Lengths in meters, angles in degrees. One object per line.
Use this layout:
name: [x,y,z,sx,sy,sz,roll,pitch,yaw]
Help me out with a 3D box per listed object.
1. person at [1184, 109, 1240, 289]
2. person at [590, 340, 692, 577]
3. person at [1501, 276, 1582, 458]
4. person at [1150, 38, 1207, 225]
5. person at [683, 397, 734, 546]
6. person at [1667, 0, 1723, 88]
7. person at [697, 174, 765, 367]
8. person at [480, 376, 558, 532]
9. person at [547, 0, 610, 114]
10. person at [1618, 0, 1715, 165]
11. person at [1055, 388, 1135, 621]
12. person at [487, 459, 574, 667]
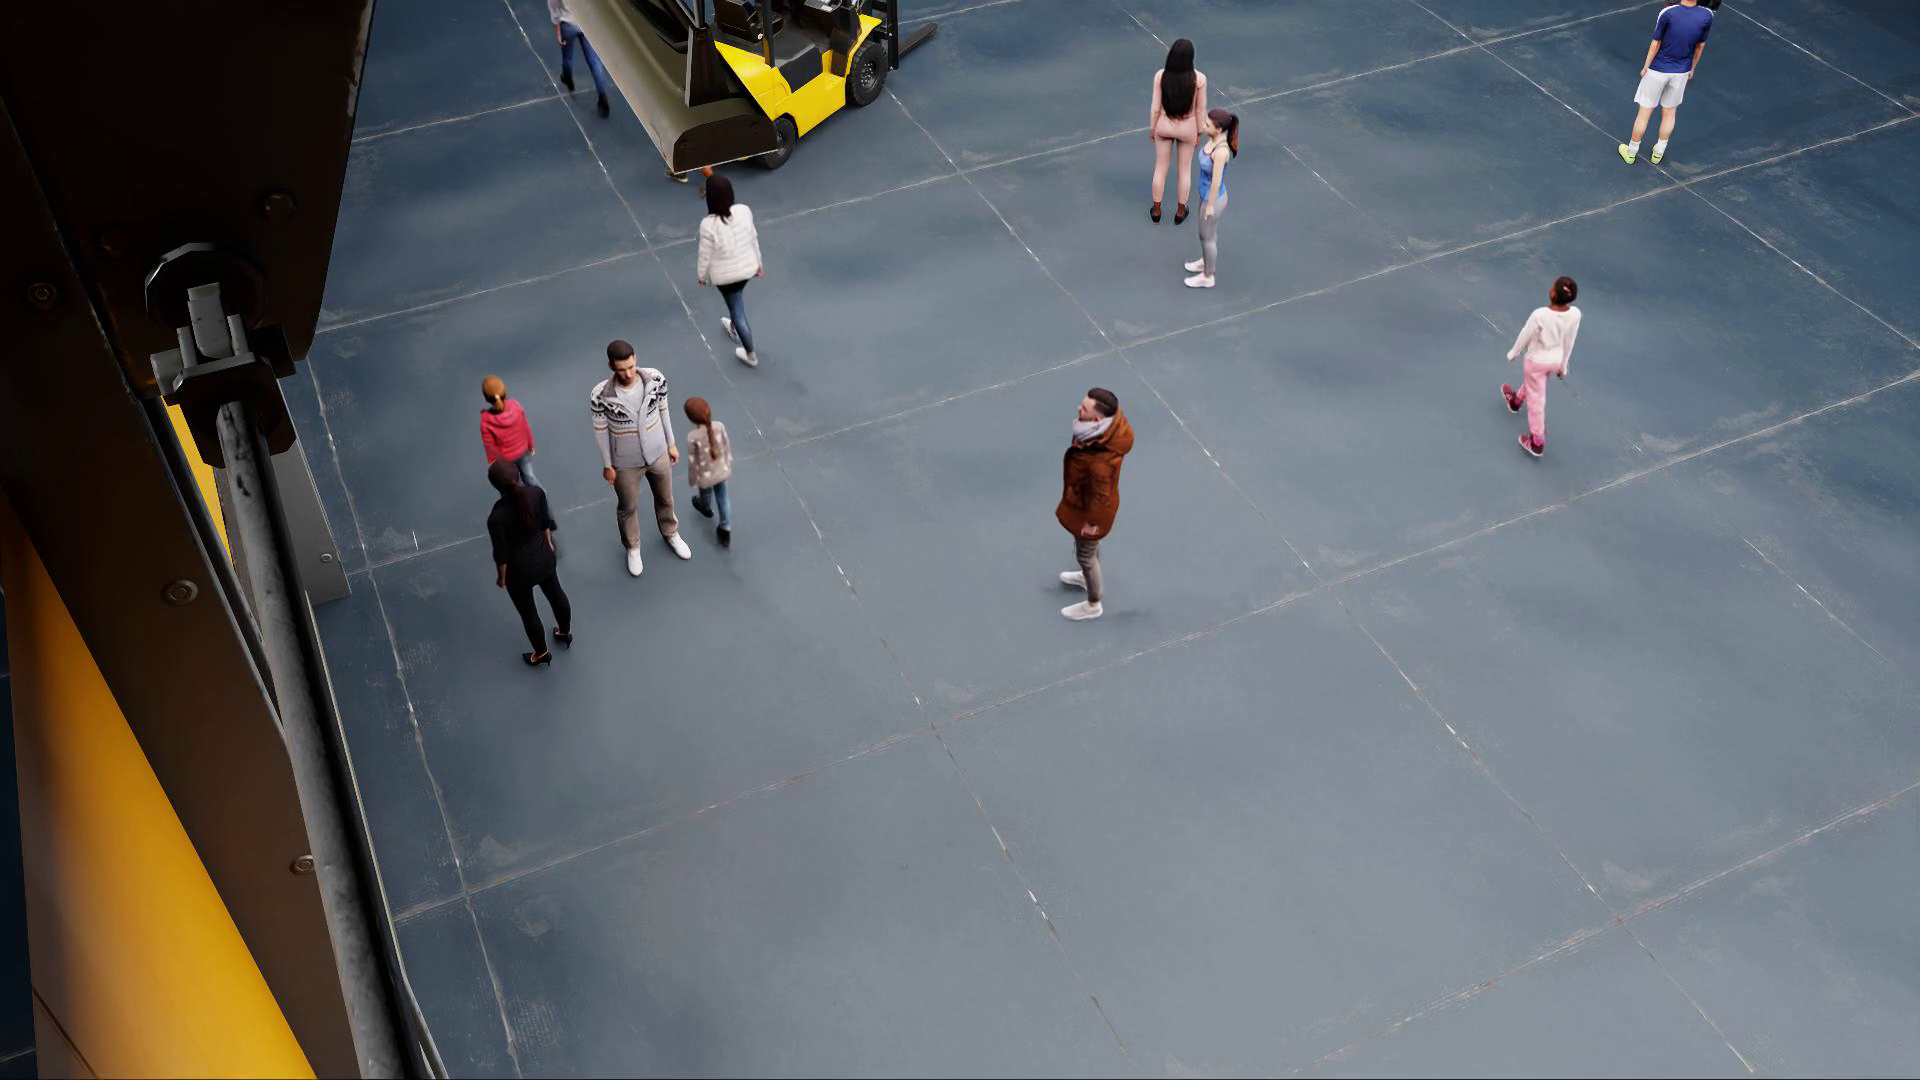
person: [2.077,-2.829,13.724,0.709,1.608,0.616,3,44,3]
person: [-2.163,-0.597,11.198,0.698,1.860,0.573,-21,48,-21]
person: [4.312,-1.268,12.233,0.665,1.404,1.045,-10,44,-10]
person: [1.863,-3.521,14.369,0.698,1.720,0.726,8,44,9]
person: [-1.704,-0.445,11.544,0.570,1.163,0.758,-22,48,-22]
person: [7.110,-5.362,16.231,0.697,1.817,0.642,-17,46,-17]
person: [-1.719,-2.060,12.914,0.767,1.612,0.936,-30,51,-27]
person: [-3.082,-0.561,11.562,0.633,1.306,0.833,-30,51,-28]
person: [-3.612,-4.840,15.851,0.729,1.585,1.120,-25,49,-24]
person: [6.427,-4.273,15.072,0.722,1.839,0.721,2,44,2]
person: [0.880,-0.253,10.852,0.908,1.839,0.825,5,44,5]
person: [-2.744,0.151,10.558,0.702,1.661,0.691,27,50,26]
